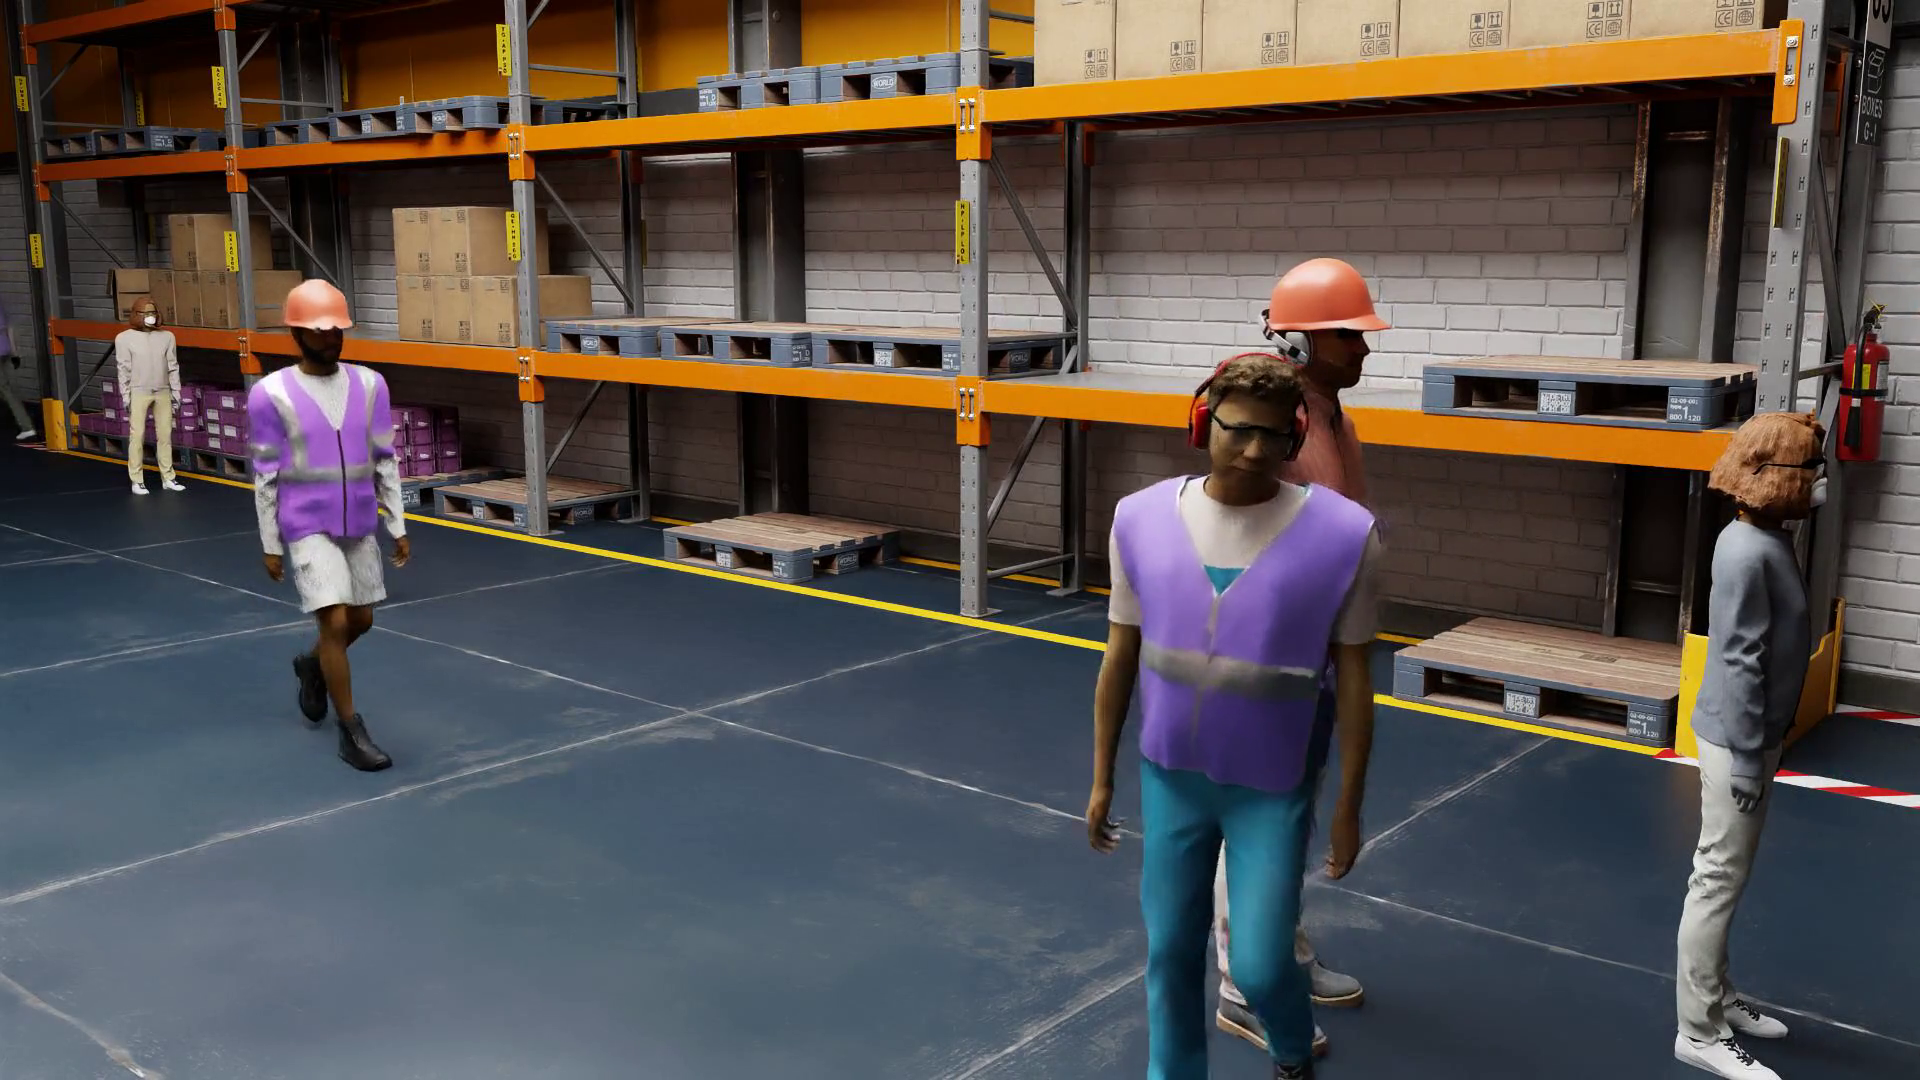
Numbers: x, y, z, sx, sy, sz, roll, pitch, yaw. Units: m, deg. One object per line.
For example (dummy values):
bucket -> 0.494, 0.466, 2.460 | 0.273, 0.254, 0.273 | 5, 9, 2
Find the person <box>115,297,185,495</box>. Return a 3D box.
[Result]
person -> -6.689, -1.189, 13.743 | 0.287, 1.626, 0.497 | 8, 13, 38

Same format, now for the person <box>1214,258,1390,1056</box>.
person -> 0.873, 0.289, 4.265 | 0.384, 1.996, 0.610 | 6, 12, 33

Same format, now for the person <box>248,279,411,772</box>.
person -> -2.538, -0.080, 6.616 | 0.834, 1.911, 0.559 | 10, 14, 44

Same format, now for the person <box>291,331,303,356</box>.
person -> -3.519, -0.403, 9.176 | 0.533, 1.638, 0.884 | -3, 10, -17

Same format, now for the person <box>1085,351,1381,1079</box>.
person -> 0.581, 0.503, 3.546 | 0.590, 1.821, 0.486 | 5, 11, 27

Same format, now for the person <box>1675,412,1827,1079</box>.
person -> 1.949, 0.499, 4.098 | 0.285, 1.633, 0.500 | 6, 11, 29

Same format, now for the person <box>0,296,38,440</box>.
person -> -10.214, -1.960, 17.454 | 0.973, 1.862, 0.598 | 1, 10, 4
